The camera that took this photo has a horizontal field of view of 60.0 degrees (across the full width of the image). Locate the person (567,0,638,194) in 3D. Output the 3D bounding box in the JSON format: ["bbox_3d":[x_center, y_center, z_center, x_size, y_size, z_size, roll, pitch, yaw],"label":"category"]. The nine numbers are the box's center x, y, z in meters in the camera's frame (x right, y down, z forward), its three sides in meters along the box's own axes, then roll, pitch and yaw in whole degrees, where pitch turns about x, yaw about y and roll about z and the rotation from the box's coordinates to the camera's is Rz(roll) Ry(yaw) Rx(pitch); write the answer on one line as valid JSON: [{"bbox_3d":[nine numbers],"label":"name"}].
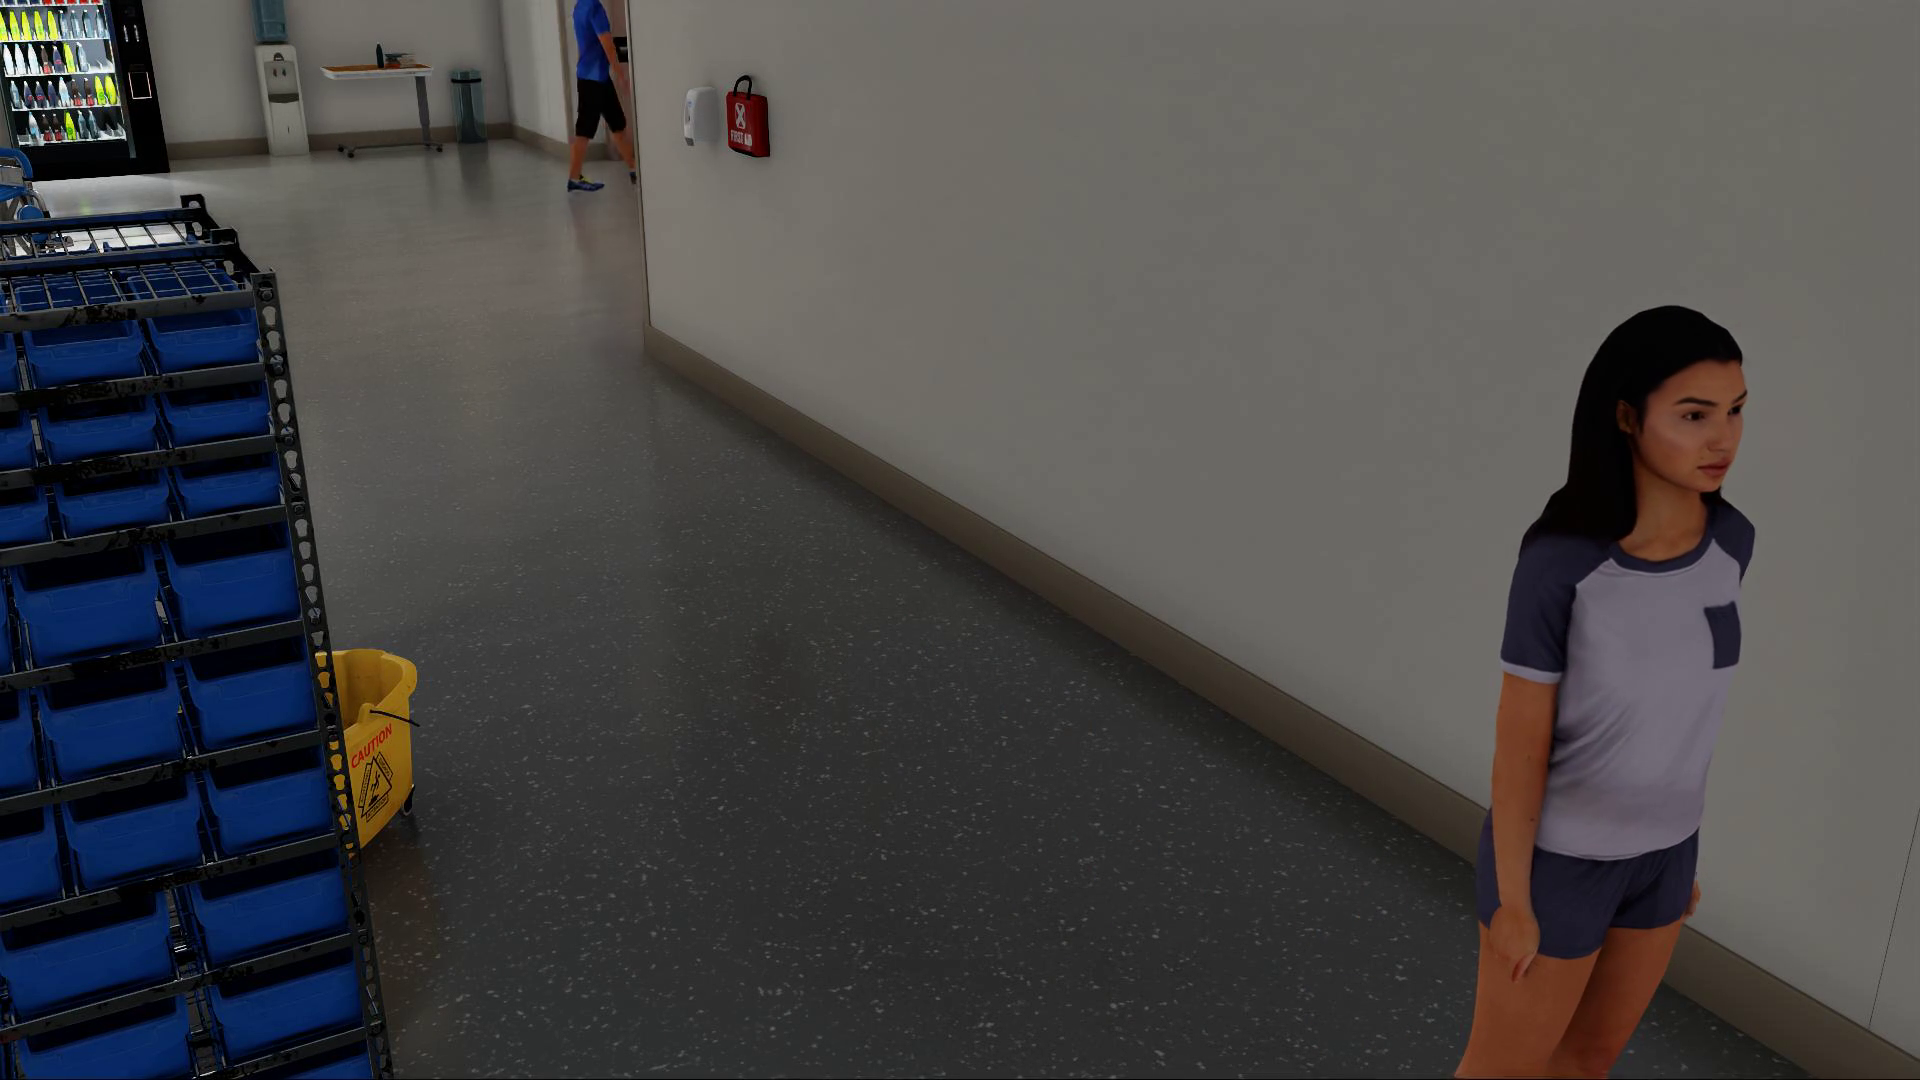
[{"bbox_3d":[-3.101,-3.771,13.701,1.119,1.830,0.708,-8,22,-20],"label":"person"}]

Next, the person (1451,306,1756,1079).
[{"bbox_3d":[0.978,0.489,2.589,0.463,1.733,0.653,-10,23,-24],"label":"person"}]
